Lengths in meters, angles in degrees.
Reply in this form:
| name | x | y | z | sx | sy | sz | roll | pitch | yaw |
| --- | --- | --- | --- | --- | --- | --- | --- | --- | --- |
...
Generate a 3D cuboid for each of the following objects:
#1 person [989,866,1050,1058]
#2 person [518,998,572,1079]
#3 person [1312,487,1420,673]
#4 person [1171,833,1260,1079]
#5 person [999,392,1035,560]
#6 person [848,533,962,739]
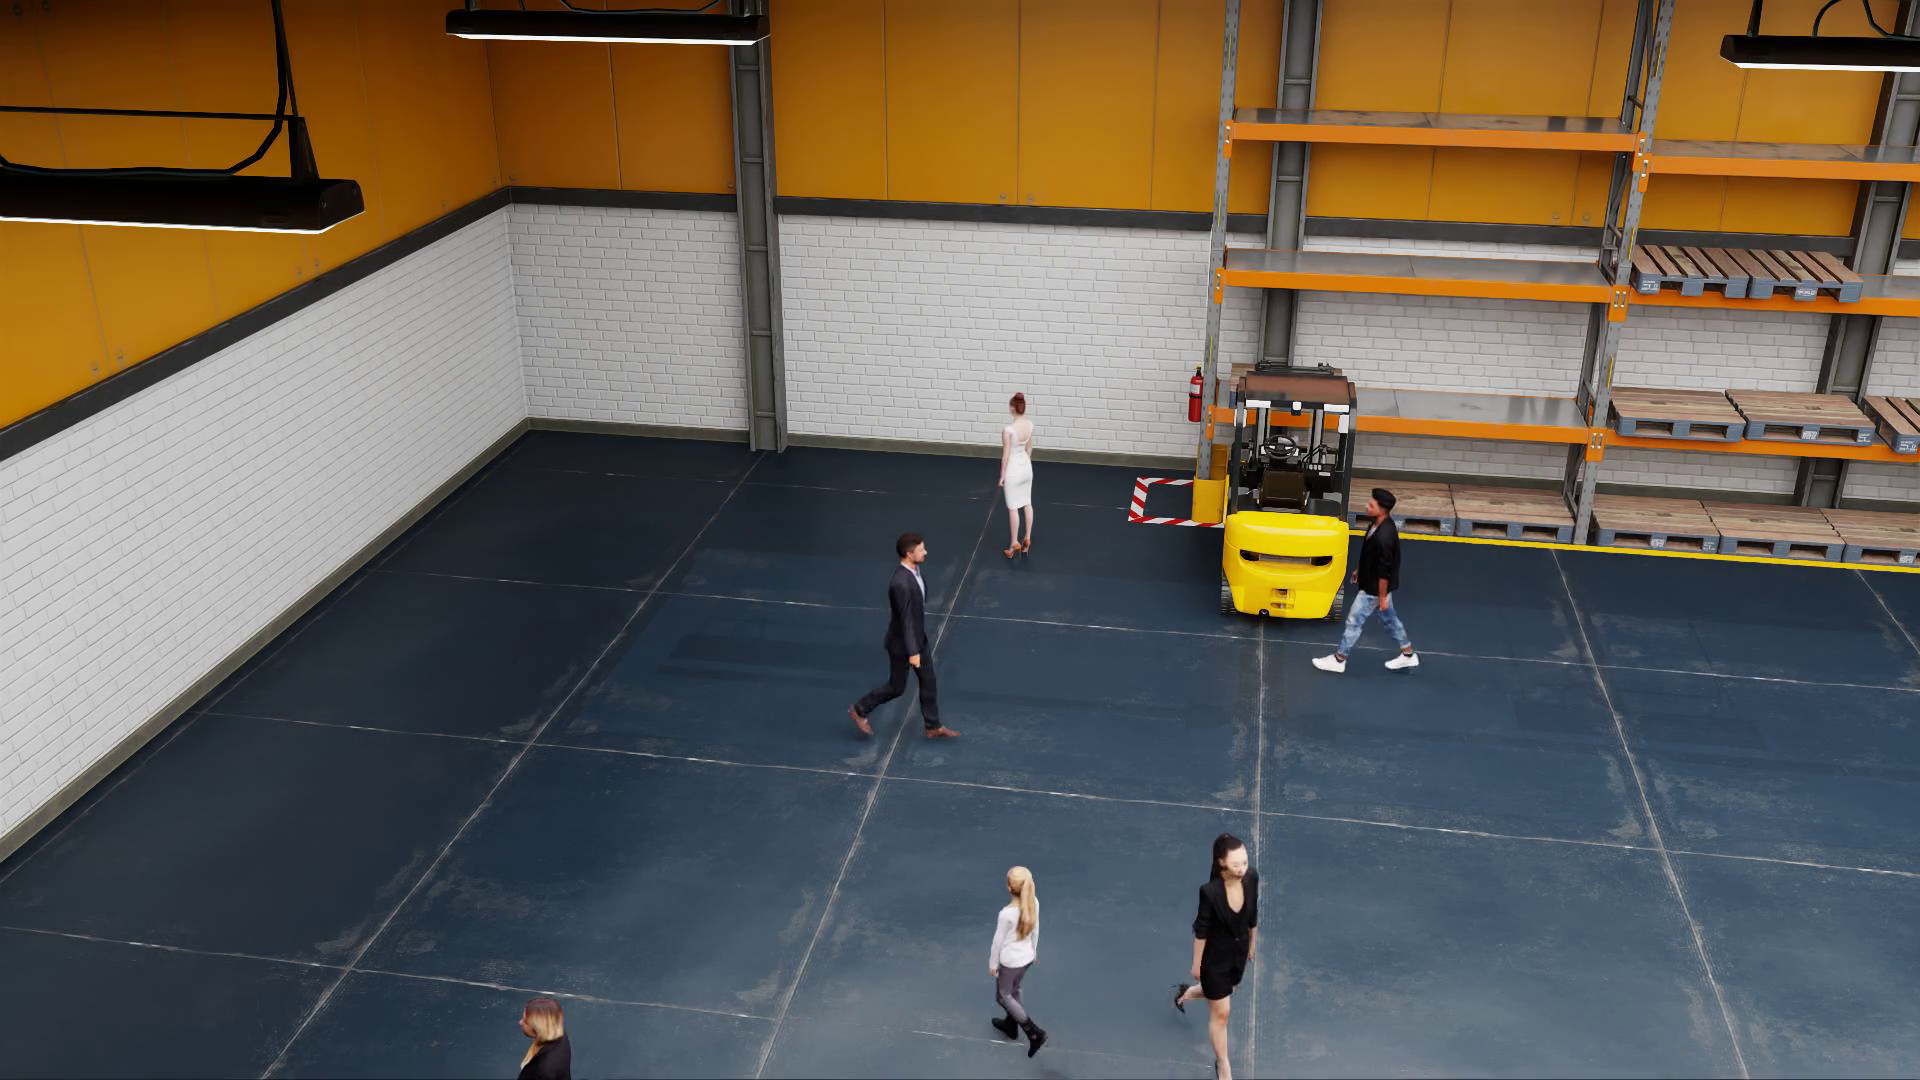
| name | x | y | z | sx | sy | sz | roll | pitch | yaw |
| --- | --- | --- | --- | --- | --- | --- | --- | --- | --- |
| person | 0.385 | 2.608 | 10.237 | 0.728 | 1.265 | 0.826 | -21 | 31 | -40 |
| person | -1.998 | 3.100 | 8.644 | 1.113 | 1.640 | 0.844 | -5 | 24 | -11 |
| person | 3.776 | 0.391 | 14.681 | 1.174 | 1.768 | 0.742 | 5 | 24 | 12 |
| person | 1.532 | 2.484 | 10.027 | 1.023 | 1.661 | 1.027 | -12 | 26 | -25 |
| person | 0.596 | -0.662 | 17.047 | 0.626 | 1.801 | 0.666 | -18 | 30 | -36 |
| person | -0.500 | 0.833 | 13.583 | 1.155 | 1.837 | 0.655 | 5 | 24 | 10 |
